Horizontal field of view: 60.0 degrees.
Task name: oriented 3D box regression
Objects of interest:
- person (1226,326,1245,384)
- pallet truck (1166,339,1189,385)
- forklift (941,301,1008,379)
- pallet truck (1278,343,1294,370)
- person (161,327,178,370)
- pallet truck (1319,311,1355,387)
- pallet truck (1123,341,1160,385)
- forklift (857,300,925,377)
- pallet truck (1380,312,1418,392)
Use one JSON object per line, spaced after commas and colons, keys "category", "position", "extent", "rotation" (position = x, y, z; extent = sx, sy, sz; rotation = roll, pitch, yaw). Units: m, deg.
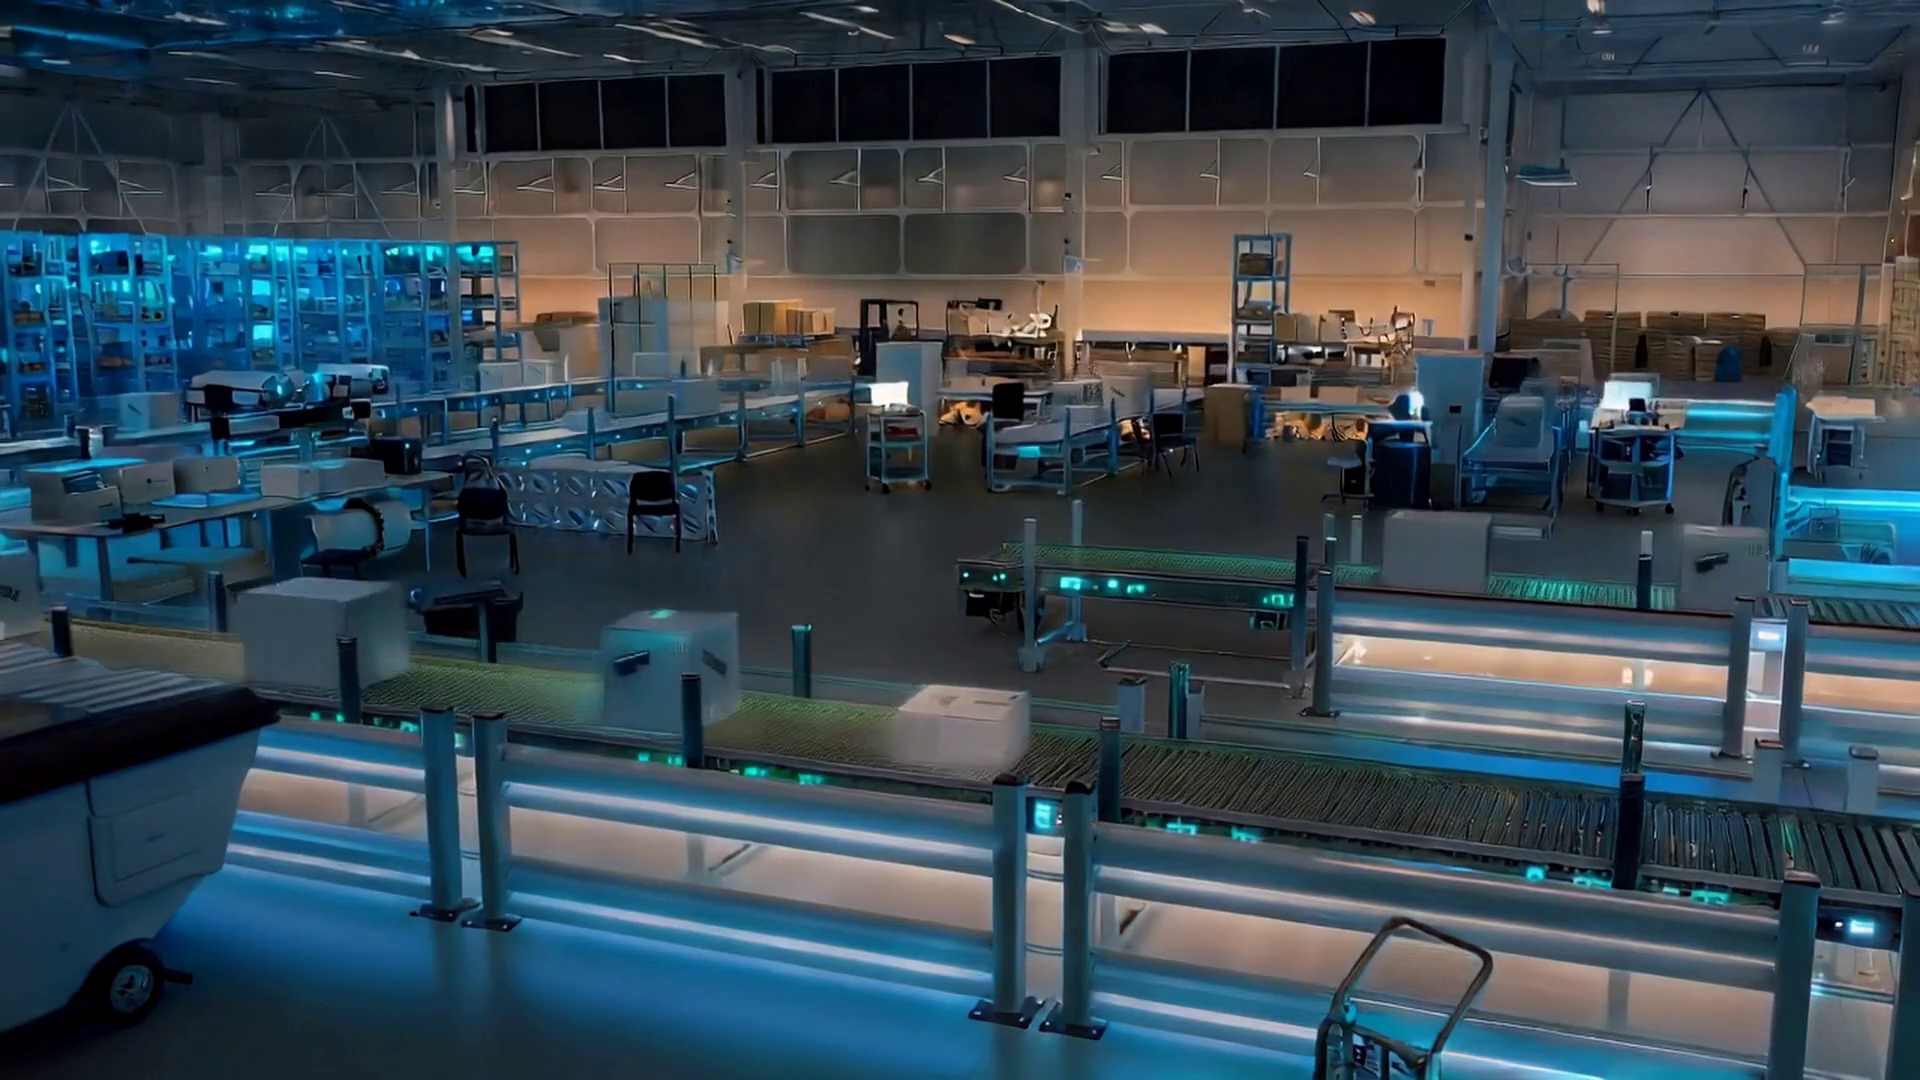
{"category": "person", "position": [6.627, -4.451, 39.816], "extent": [0.434, 1.860, 0.824], "rotation": [-1, 9, -4]}
{"category": "pallet truck", "position": [5.418, -4.269, 40.420], "extent": [0.704, 1.261, 1.522], "rotation": [3, 10, 20]}
{"category": "forklift", "position": [0.365, -4.966, 41.571], "extent": [1.157, 1.987, 2.680], "rotation": [3, 10, 20]}
{"category": "pallet truck", "position": [7.886, -4.163, 39.743], "extent": [0.653, 1.274, 1.630], "rotation": [4, 10, 22]}
{"category": "person", "position": [-17.681, -4.023, 37.289], "extent": [0.568, 1.840, 0.387], "rotation": [9, 13, 43]}
{"category": "pallet truck", "position": [9.071, -4.419, 39.190], "extent": [0.823, 1.965, 1.885], "rotation": [5, 10, 26]}
{"category": "pallet truck", "position": [4.445, -4.380, 41.279], "extent": [0.680, 1.201, 1.601], "rotation": [4, 10, 22]}
{"category": "forklift", "position": [-1.732, -5.109, 42.468], "extent": [1.157, 1.987, 2.680], "rotation": [4, 10, 22]}
{"category": "pallet truck", "position": [10.207, -4.283, 38.369], "extent": [0.823, 1.965, 1.885], "rotation": [3, 10, 20]}
